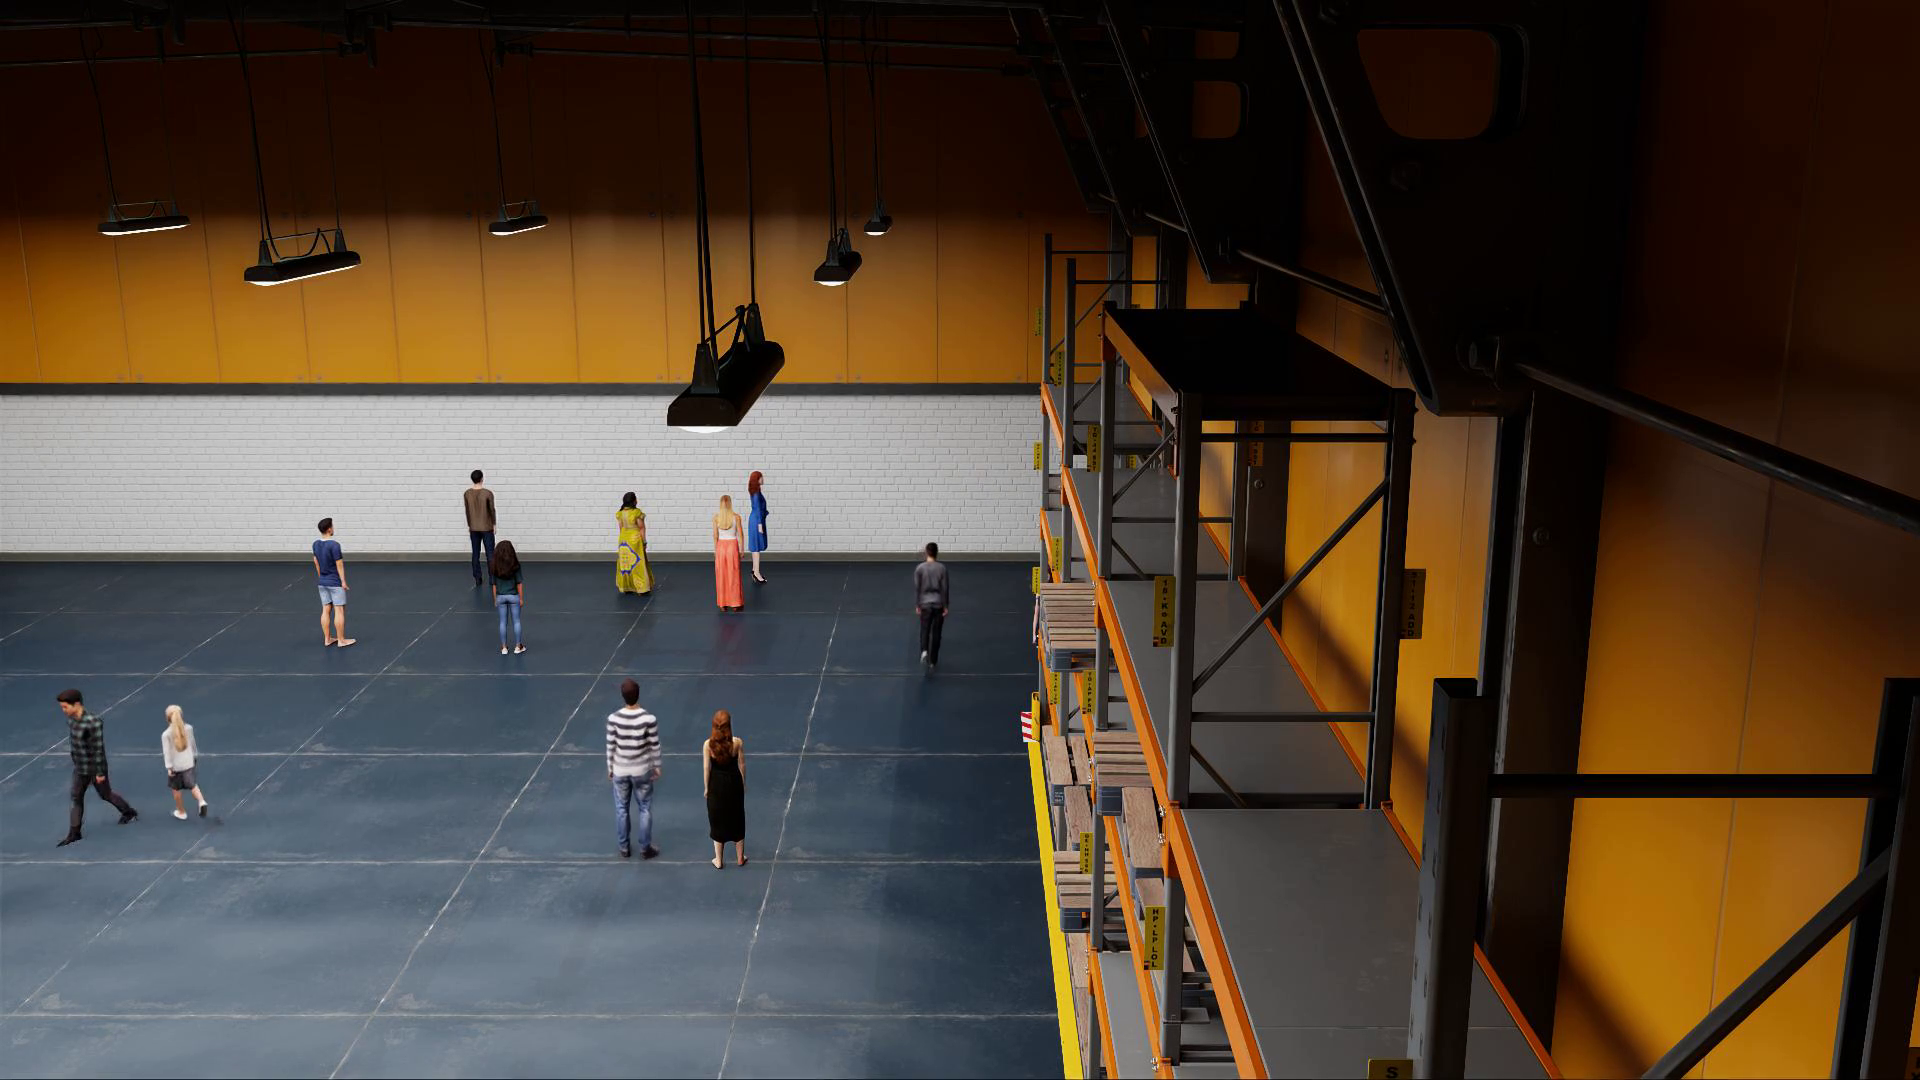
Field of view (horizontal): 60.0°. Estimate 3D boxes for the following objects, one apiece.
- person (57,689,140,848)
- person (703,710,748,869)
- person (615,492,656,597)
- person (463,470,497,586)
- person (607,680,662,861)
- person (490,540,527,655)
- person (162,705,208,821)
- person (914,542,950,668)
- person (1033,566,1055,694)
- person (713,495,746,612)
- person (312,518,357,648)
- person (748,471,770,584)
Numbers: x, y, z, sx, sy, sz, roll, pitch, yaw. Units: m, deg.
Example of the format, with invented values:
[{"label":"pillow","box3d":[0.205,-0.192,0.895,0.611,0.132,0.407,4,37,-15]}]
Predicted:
[{"label":"person","box3d":[-8.962,2.301,17.255,1.017,1.676,1.214,7,15,25]},{"label":"person","box3d":[-2.320,2.451,16.409,0.617,1.624,0.622,-3,14,-11]},{"label":"person","box3d":[-5.169,0.047,26.263,0.972,1.660,0.948,6,15,22]},{"label":"person","box3d":[-7.726,-0.207,26.827,0.660,1.888,0.590,1,14,4]},{"label":"person","box3d":[-3.280,2.292,16.600,0.689,1.844,0.549,0,14,1]},{"label":"person","box3d":[-6.324,0.793,23.273,0.600,1.617,0.592,-1,14,-2]},{"label":"person","box3d":[-8.178,2.360,17.546,0.793,1.267,0.755,9,16,32]},{"label":"person","box3d":[-0.381,0.909,22.513,0.650,1.750,0.808,1,14,4]},{"label":"person","box3d":[1.167,1.175,21.431,0.671,1.742,0.699,10,17,35]},{"label":"person","box3d":[-3.539,0.192,25.362,0.643,1.803,0.603,2,14,7]},{"label":"person","box3d":[-8.924,0.595,23.594,0.689,1.850,0.675,5,14,20]},{"label":"person","box3d":[-3.290,-0.221,27.014,0.721,1.828,0.570,-3,14,-11]}]
